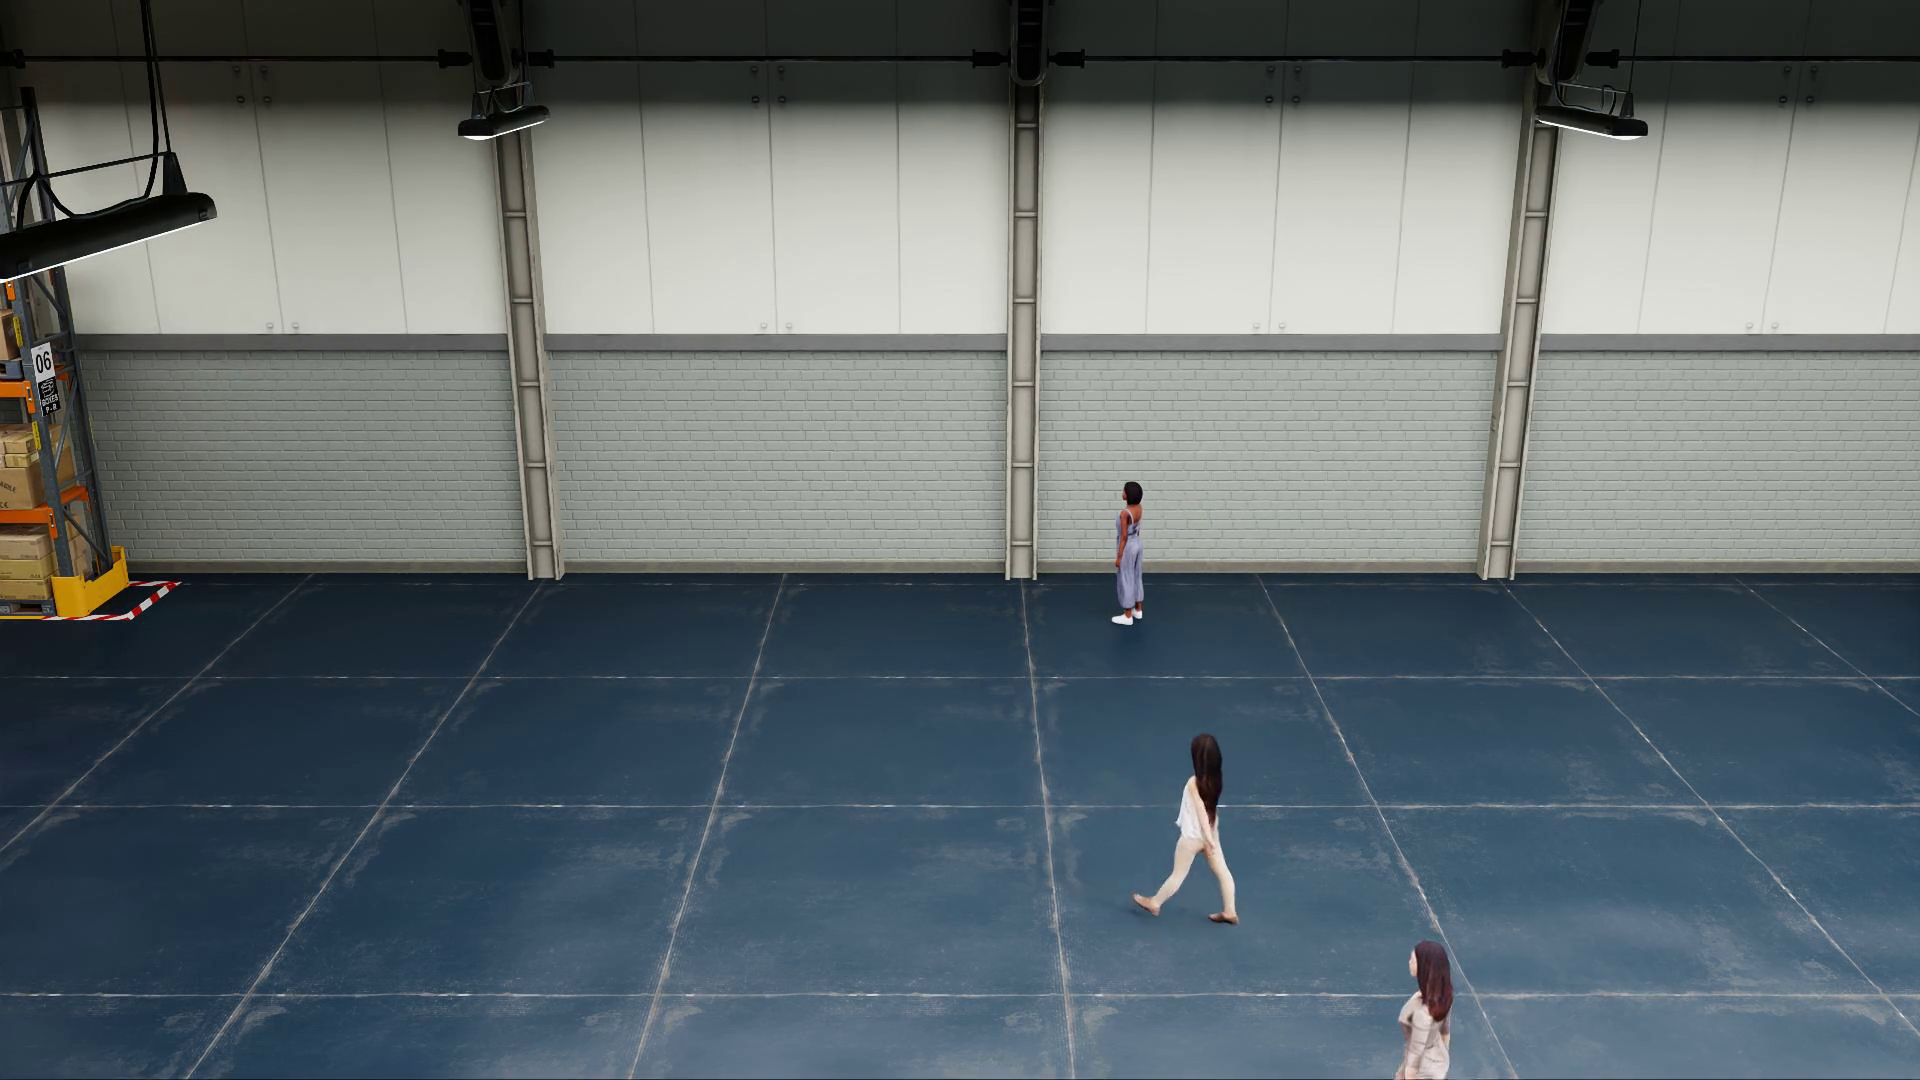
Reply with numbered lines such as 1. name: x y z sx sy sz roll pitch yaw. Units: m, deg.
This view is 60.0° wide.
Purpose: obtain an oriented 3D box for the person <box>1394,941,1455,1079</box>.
1. person: 2.832 3.193 9.840 1.156 1.718 0.936 9 20 27

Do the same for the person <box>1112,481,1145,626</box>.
1. person: 1.967 0.138 19.258 0.685 1.695 0.657 12 22 33

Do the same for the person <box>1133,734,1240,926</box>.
1. person: 1.759 2.224 12.966 1.074 1.625 0.938 9 20 25
